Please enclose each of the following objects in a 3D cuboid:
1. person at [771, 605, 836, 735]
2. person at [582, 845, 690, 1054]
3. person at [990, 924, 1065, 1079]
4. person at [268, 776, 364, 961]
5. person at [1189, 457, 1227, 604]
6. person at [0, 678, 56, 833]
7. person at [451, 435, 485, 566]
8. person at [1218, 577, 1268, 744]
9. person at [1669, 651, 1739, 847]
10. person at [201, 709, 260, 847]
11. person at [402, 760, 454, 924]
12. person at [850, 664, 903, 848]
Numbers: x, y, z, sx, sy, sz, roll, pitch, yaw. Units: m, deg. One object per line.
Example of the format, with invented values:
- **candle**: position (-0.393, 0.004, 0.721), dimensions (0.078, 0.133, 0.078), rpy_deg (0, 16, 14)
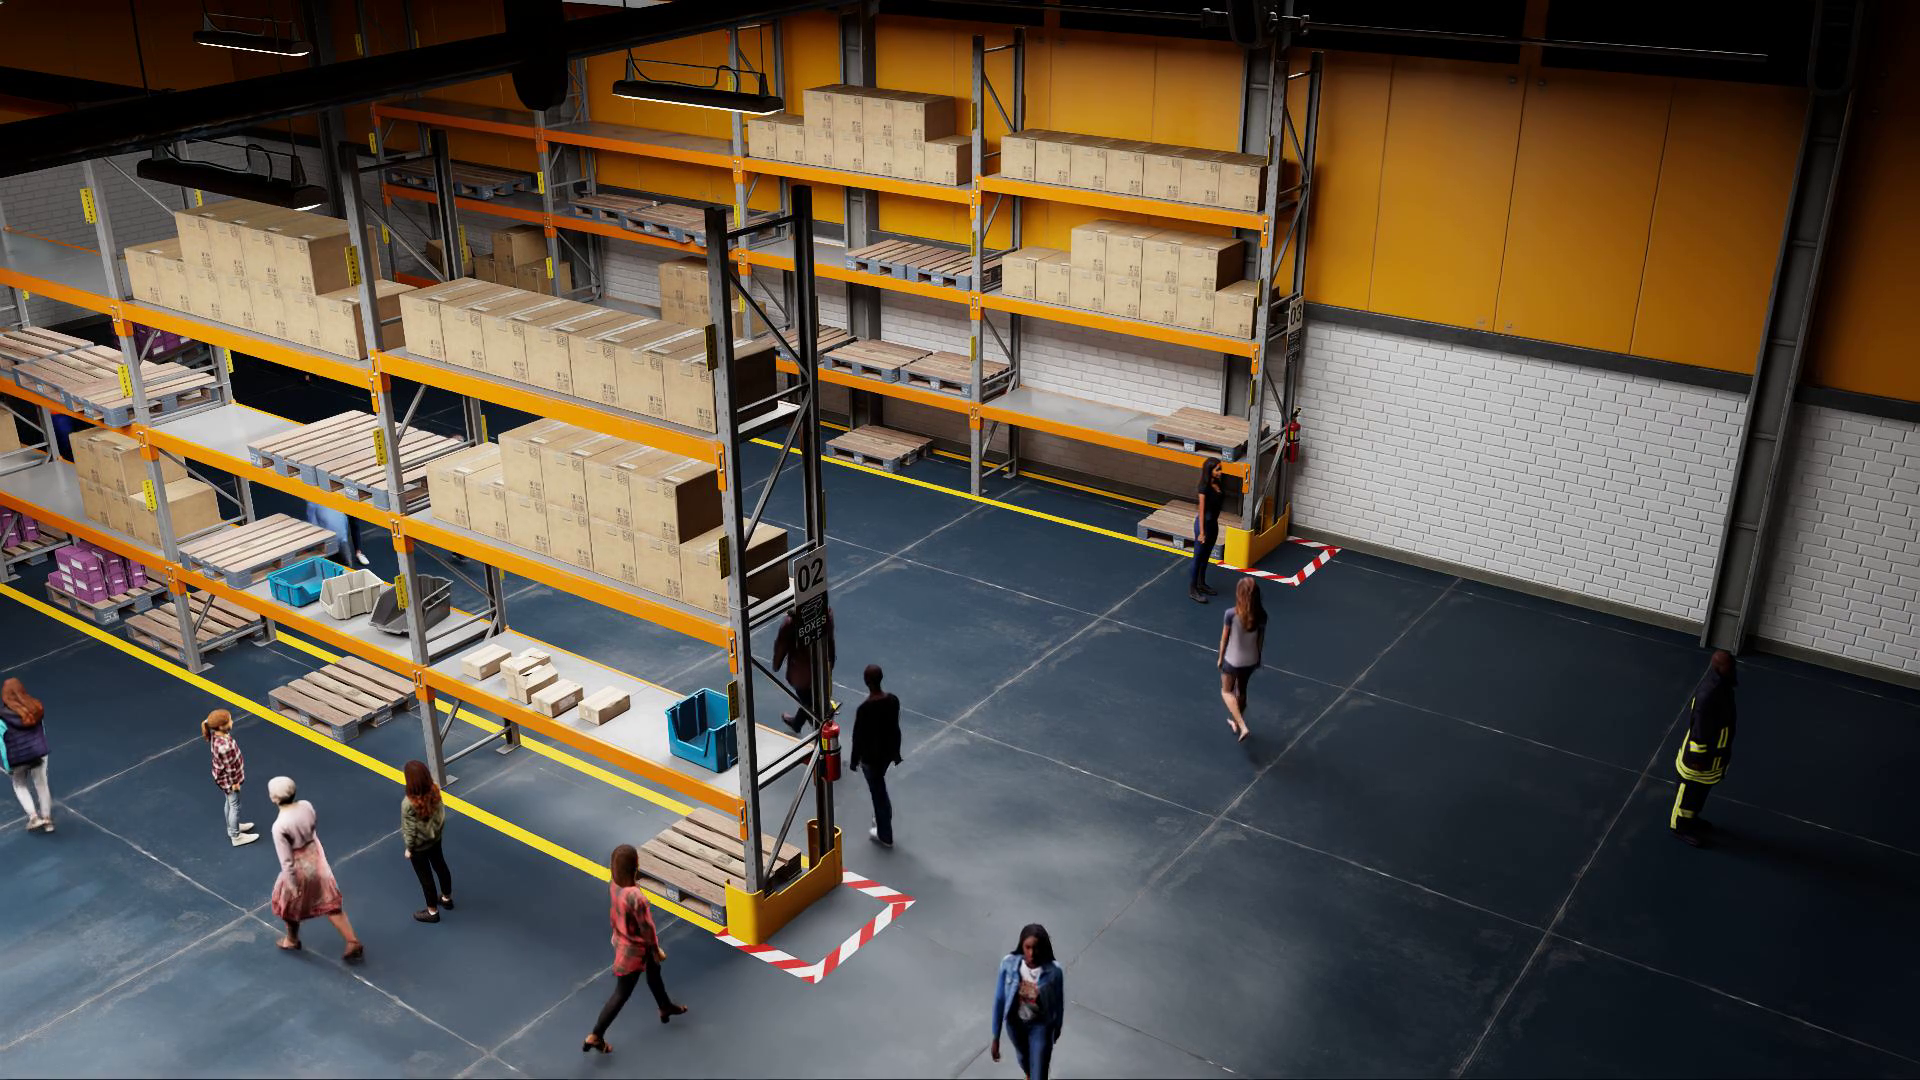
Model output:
- **person**: position (-1.412, 1.280, 15.933), dimensions (1.217, 1.796, 0.877), rpy_deg (22, 32, 40)
- **person**: position (-2.464, 3.014, 12.128), dimensions (0.968, 1.665, 1.134), rpy_deg (-14, 27, -29)
- **person**: position (0.482, 3.316, 11.436), dimensions (1.193, 1.666, 0.963), rpy_deg (6, 24, 13)
- **person**: position (-5.068, 2.612, 13.060), dimensions (1.080, 1.655, 0.695), rpy_deg (11, 26, 23)
- **person**: position (2.857, -0.148, 19.272), dimensions (0.519, 1.738, 0.561), rpy_deg (15, 28, 31)
- **person**: position (-8.256, 1.945, 14.806), dimensions (0.585, 1.480, 0.573), rpy_deg (16, 28, 32)
- **person**: position (-5.993, -0.450, 20.014), dimensions (1.114, 1.697, 0.590), rpy_deg (16, 28, 31)
- **person**: position (2.761, 1.201, 16.214), dimensions (0.913, 1.714, 0.996), rpy_deg (-6, 24, -13)
- **person**: position (6.590, 1.794, 14.723), dimensions (0.678, 1.821, 0.760), rpy_deg (19, 30, 37)
- **person**: position (-6.478, 2.083, 14.709), dimensions (0.649, 1.303, 0.536), rpy_deg (-15, 28, -30)
- **person**: position (-4.387, 2.452, 13.652), dimensions (0.576, 1.475, 0.620), rpy_deg (10, 25, 21)
- **person**: position (-0.664, 1.922, 14.541), dimensions (0.646, 1.734, 0.673), rpy_deg (-21, 31, -39)
